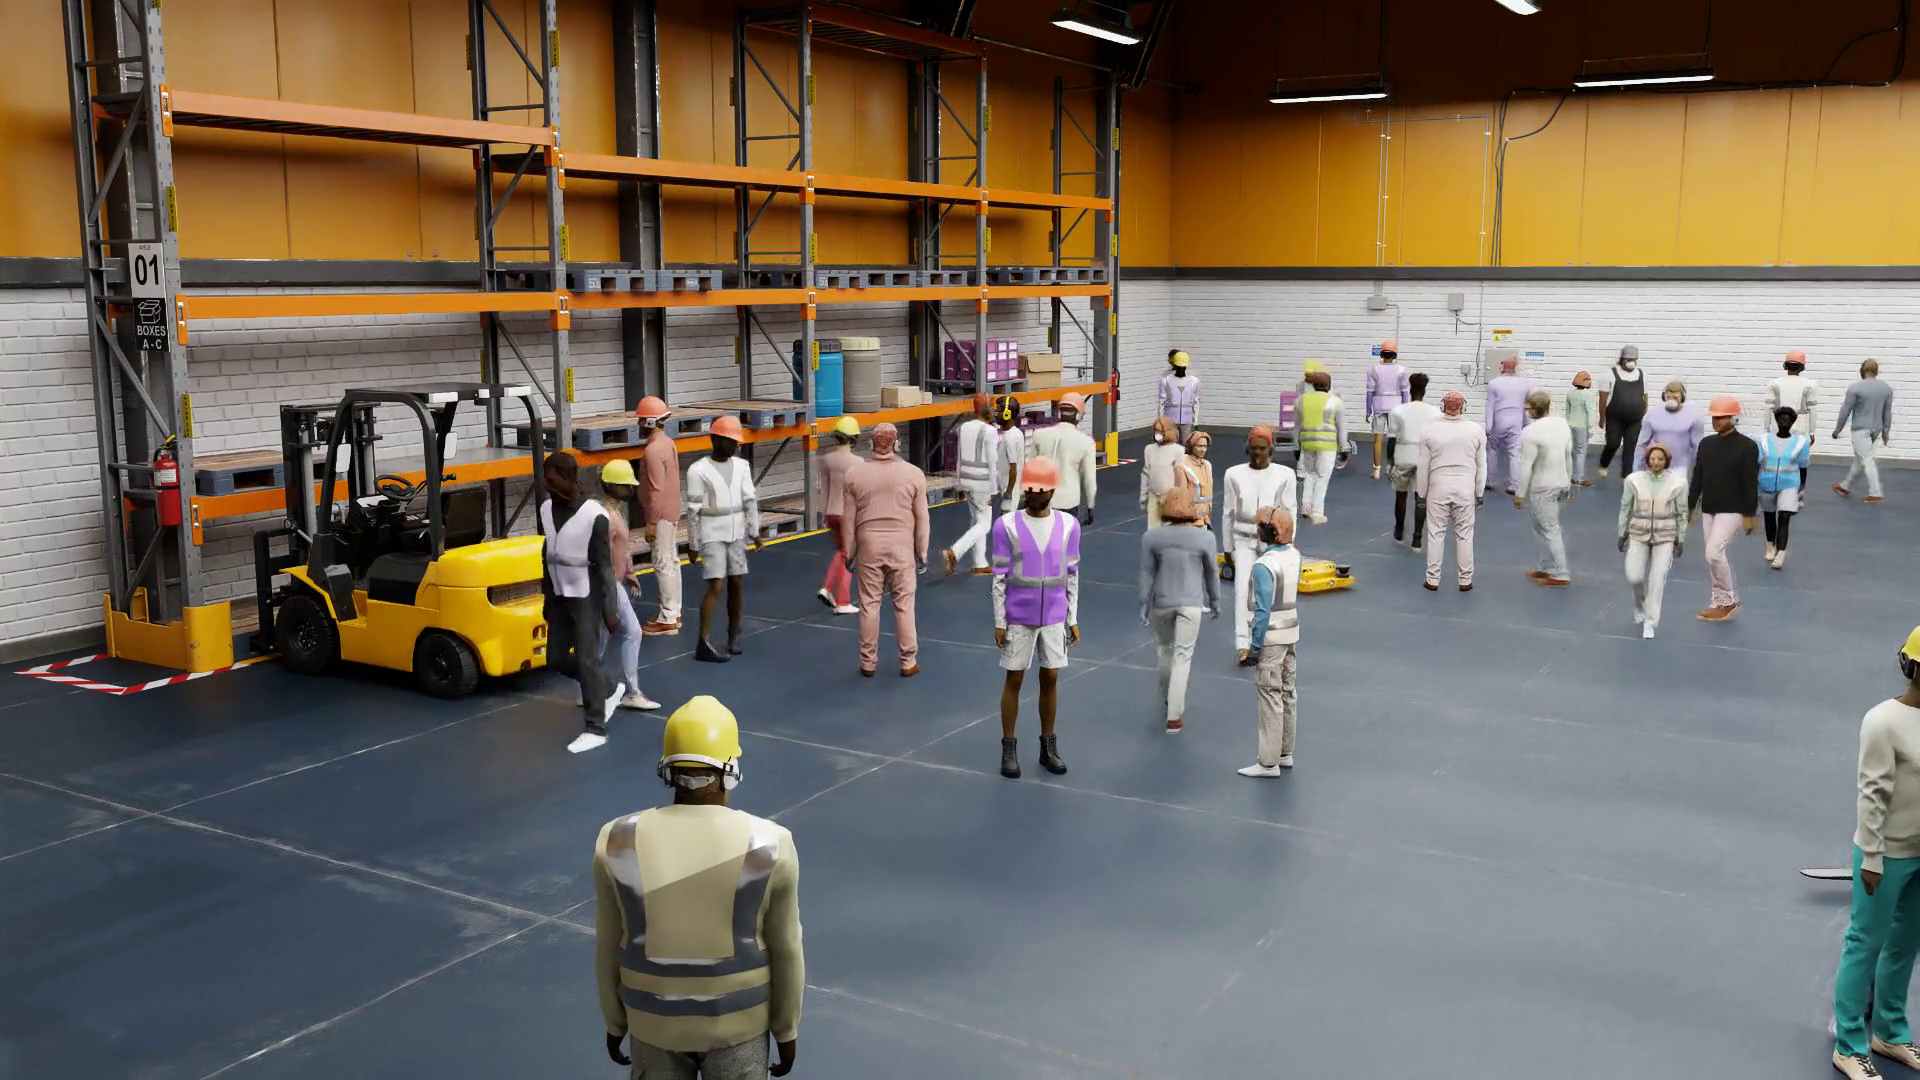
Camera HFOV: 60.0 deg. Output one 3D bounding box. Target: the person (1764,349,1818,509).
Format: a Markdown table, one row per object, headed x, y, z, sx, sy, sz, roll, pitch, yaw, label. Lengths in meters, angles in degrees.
| x | y | z | sx | sy | sz | roll | pitch | yaw | label |
| --- | --- | --- | --- | --- | --- | --- | --- | --- | --- |
| 10.643 | -1.421 | 21.339 | 0.615 | 2.042 | 0.372 | 5 | 10 | 28 | person |

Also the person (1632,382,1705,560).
| x | y | z | sx | sy | sz | roll | pitch | yaw | label |
| --- | --- | --- | --- | --- | --- | --- | --- | --- | --- |
| 7.466 | -0.735 | 17.595 | 0.665 | 1.869 | 1.070 | 8 | 12 | 40 | person |

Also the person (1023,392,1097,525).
| x | y | z | sx | sy | sz | roll | pitch | yaw | label |
| --- | --- | --- | --- | --- | --- | --- | --- | --- | --- |
| 0.902 | -0.336 | 14.820 | 0.649 | 1.957 | 0.502 | 5 | 10 | 27 | person |

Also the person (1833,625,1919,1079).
| x | y | z | sx | sy | sz | roll | pitch | yaw | label |
| --- | --- | --- | --- | --- | --- | --- | --- | --- | --- |
| 3.515 | 1.154 | 6.147 | 0.523 | 1.763 | 0.329 | -4 | 10 | -24 | person |

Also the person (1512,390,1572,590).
| x | y | z | sx | sy | sz | roll | pitch | yaw | label |
| --- | --- | --- | --- | --- | --- | --- | --- | --- | --- |
| 5.566 | -0.479 | 15.892 | 0.664 | 1.901 | 0.622 | -8 | 12 | -41 | person |

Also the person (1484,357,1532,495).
| x | y | z | sx | sy | sz | roll | pitch | yaw | label |
| --- | --- | --- | --- | --- | --- | --- | --- | --- | --- |
| 7.481 | -1.579 | 22.881 | 0.670 | 1.862 | 0.946 | 0 | 9 | -2 | person |

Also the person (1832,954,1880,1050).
| x | y | z | sx | sy | sz | roll | pitch | yaw | label |
| --- | --- | --- | --- | --- | --- | --- | --- | --- | --- |
| 3.736 | 1.147 | 6.354 | 0.470 | 1.756 | 0.486 | 7 | 11 | 36 | person |

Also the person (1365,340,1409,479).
| x | y | z | sx | sy | sz | roll | pitch | yaw | label |
| --- | --- | --- | --- | --- | --- | --- | --- | --- | --- |
| 6.243 | -1.902 | 24.340 | 0.605 | 2.045 | 0.377 | 2 | 9 | 12 | person |

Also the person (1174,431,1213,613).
| x | y | z | sx | sy | sz | roll | pitch | yaw | label |
| --- | --- | --- | --- | --- | --- | --- | --- | --- | --- |
| 2.052 | -0.143 | 14.626 | 0.311 | 1.636 | 0.523 | 7 | 12 | 38 | person |

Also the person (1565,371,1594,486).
| x | y | z | sx | sy | sz | roll | pitch | yaw | label |
| --- | --- | --- | --- | --- | --- | --- | --- | --- | --- |
| 8.800 | -1.581 | 23.614 | 0.283 | 1.633 | 0.497 | -4 | 10 | -23 | person |

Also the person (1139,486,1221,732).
| x | y | z | sx | sy | sz | roll | pitch | yaw | label |
| --- | --- | --- | --- | --- | --- | --- | --- | --- | --- |
| 1.477 | 0.439 | 11.123 | 0.512 | 1.592 | 0.830 | 3 | 10 | 20 | person |

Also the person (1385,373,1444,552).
| x | y | z | sx | sy | sz | roll | pitch | yaw | label |
| --- | --- | --- | --- | --- | --- | --- | --- | --- | --- |
| 4.986 | -0.869 | 18.256 | 0.633 | 1.918 | 0.944 | 2 | 9 | 12 | person |

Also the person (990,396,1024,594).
| x | y | z | sx | sy | sz | roll | pitch | yaw | label |
| --- | --- | --- | --- | --- | --- | --- | --- | --- | --- |
| 0.444 | -0.420 | 15.630 | 0.322 | 1.871 | 0.531 | 1 | 9 | 5 | person |

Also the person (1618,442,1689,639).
| x | y | z | sx | sy | sz | roll | pitch | yaw | label |
| --- | --- | --- | --- | --- | --- | --- | --- | --- | --- |
| 5.753 | -0.010 | 13.814 | 0.532 | 1.623 | 0.459 | 5 | 10 | 27 | person |

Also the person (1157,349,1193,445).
| x | y | z | sx | sy | sz | roll | pitch | yaw | label |
| --- | --- | --- | --- | --- | --- | --- | --- | --- | --- |
| 3.309 | -2.009 | 25.591 | 0.563 | 1.850 | 0.450 | 5 | 10 | 28 | person |

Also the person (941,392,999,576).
| x | y | z | sx | sy | sz | roll | pitch | yaw | label |
| --- | --- | --- | --- | --- | --- | --- | --- | --- | --- |
| 0.111 | -0.521 | 16.317 | 0.736 | 1.868 | 0.591 | -7 | 11 | -37 | person |

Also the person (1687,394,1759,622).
| x | y | z | sx | sy | sz | roll | pitch | yaw | label |
| --- | --- | --- | --- | --- | --- | --- | --- | --- | --- |
| 6.510 | -0.262 | 14.307 | 0.492 | 1.974 | 0.635 | -3 | 10 | -17 | person |

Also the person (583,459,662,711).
| x | y | z | sx | sy | sz | roll | pitch | yaw | label |
| --- | --- | --- | --- | --- | --- | --- | --- | --- | --- |
| -2.320 | 0.314 | 11.439 | 0.675 | 1.741 | 0.541 | -2 | 9 | -12 | person |

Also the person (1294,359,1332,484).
| x | y | z | sx | sy | sz | roll | pitch | yaw | label |
| --- | --- | --- | --- | --- | --- | --- | --- | --- | --- |
| 5.109 | -1.725 | 23.997 | 0.599 | 1.804 | 0.853 | 7 | 11 | 37 | person |

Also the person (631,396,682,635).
| x | y | z | sx | sy | sz | roll | pitch | yaw | label |
| --- | --- | --- | --- | --- | --- | --- | --- | --- | --- |
| -2.524 | -0.202 | 13.881 | 0.395 | 1.994 | 0.612 | 1 | 9 | 3 | person |

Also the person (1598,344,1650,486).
| x | y | z | sx | sy | sz | roll | pitch | yaw | label |
| --- | --- | --- | --- | --- | --- | --- | --- | --- | --- |
| 9.442 | -1.791 | 23.652 | 0.697 | 2.000 | 0.662 | 0 | 9 | 3 | person |

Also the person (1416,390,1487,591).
| x | y | z | sx | sy | sz | roll | pitch | yaw | label |
| --- | --- | --- | --- | --- | --- | --- | --- | --- | --- |
| 4.652 | -0.462 | 15.773 | 0.638 | 1.911 | 0.406 | 2 | 9 | 11 | person |

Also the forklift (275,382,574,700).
| x | y | z | sx | sy | sz | roll | pitch | yaw | label |
| --- | --- | --- | --- | --- | --- | --- | --- | --- | --- |
| -3.974 | -0.067 | 12.417 | 2.313 | 2.155 | 1.214 | 5 | 11 | 30 | forklift |

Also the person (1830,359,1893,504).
| x | y | z | sx | sy | sz | roll | pitch | yaw | label |
| --- | --- | --- | --- | --- | --- | --- | --- | --- | --- |
| 11.924 | -1.444 | 21.989 | 0.632 | 1.884 | 1.004 | -3 | 9 | -16 | person |

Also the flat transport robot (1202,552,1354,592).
| x | y | z | sx | sy | sz | roll | pitch | yaw | label |
| --- | --- | --- | --- | --- | --- | --- | --- | --- | --- |
| 3.071 | 0.277 | 16.251 | 0.652 | 0.197 | 1.431 | -7 | 12 | -38 | flat transport robot |

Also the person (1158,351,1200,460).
| x | y | z | sx | sy | sz | roll | pitch | yaw | label |
| --- | --- | --- | --- | --- | --- | --- | --- | --- | --- |
| 3.068 | -1.676 | 23.294 | 0.587 | 1.926 | 0.368 | -1 | 9 | -4 | person |

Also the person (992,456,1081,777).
| x | y | z | sx | sy | sz | roll | pitch | yaw | label |
| --- | --- | --- | --- | --- | --- | --- | --- | --- | --- |
| 0.465 | 0.456 | 9.961 | 0.547 | 1.934 | 0.375 | -2 | 9 | -12 | person |

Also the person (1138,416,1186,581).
| x | y | z | sx | sy | sz | roll | pitch | yaw | label |
| --- | --- | --- | --- | --- | --- | --- | --- | --- | --- |
| 1.990 | -0.404 | 16.299 | 0.513 | 1.626 | 0.507 | -9 | 13 | -43 | person |

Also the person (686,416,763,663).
| x | y | z | sx | sy | sz | roll | pitch | yaw | label |
| --- | --- | --- | --- | --- | --- | --- | --- | --- | --- |
| -1.832 | -0.012 | 12.982 | 0.485 | 1.906 | 0.571 | 9 | 12 | 43 | person |

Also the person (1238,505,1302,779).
| x | y | z | sx | sy | sz | roll | pitch | yaw | label |
| --- | --- | --- | --- | --- | --- | --- | --- | --- | --- |
| 1.871 | 0.606 | 9.944 | 0.308 | 1.640 | 0.510 | 6 | 11 | 33 | person |

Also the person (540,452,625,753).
| x | y | z | sx | sy | sz | roll | pitch | yaw | label |
| --- | --- | --- | --- | --- | --- | --- | --- | --- | --- |
| -2.379 | 0.370 | 10.606 | 0.658 | 1.895 | 0.523 | 7 | 12 | 38 | person |

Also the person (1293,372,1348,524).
| x | y | z | sx | sy | sz | roll | pitch | yaw | label |
| --- | --- | --- | --- | --- | --- | --- | --- | --- | --- |
| 4.357 | -1.111 | 20.072 | 0.641 | 1.824 | 0.487 | 7 | 12 | 38 | person |

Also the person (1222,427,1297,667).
| x | y | z | sx | sy | sz | roll | pitch | yaw | label |
| --- | --- | --- | --- | --- | --- | --- | --- | --- | --- |
| 2.313 | 0.041 | 12.909 | 0.572 | 1.841 | 0.968 | 2 | 9 | 13 | person |

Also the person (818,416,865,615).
| x | y | z | sx | sy | sz | roll | pitch | yaw | label |
| --- | --- | --- | --- | --- | --- | --- | --- | --- | --- |
| -1.001 | -0.211 | 14.671 | 0.524 | 1.756 | 0.379 | 9 | 13 | 44 | person |

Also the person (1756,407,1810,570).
| x | y | z | sx | sy | sz | roll | pitch | yaw | label |
| --- | --- | --- | --- | --- | --- | --- | --- | --- | --- |
| 8.442 | -0.559 | 17.150 | 0.530 | 1.654 | 0.876 | 6 | 11 | 34 | person |

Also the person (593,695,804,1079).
| x | y | z | sx | sy | sz | roll | pitch | yaw | label |
| --- | --- | --- | --- | --- | --- | --- | --- | --- | --- |
| -0.737 | 1.348 | 4.752 | 0.591 | 1.825 | 0.403 | 0 | 9 | -1 | person |

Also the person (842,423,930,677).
| x | y | z | sx | sy | sz | roll | pitch | yaw | label |
| --- | --- | --- | --- | --- | --- | --- | --- | --- | --- |
| -0.548 | 0.078 | 12.413 | 0.652 | 1.904 | 0.403 | 0 | 9 | 2 | person |
